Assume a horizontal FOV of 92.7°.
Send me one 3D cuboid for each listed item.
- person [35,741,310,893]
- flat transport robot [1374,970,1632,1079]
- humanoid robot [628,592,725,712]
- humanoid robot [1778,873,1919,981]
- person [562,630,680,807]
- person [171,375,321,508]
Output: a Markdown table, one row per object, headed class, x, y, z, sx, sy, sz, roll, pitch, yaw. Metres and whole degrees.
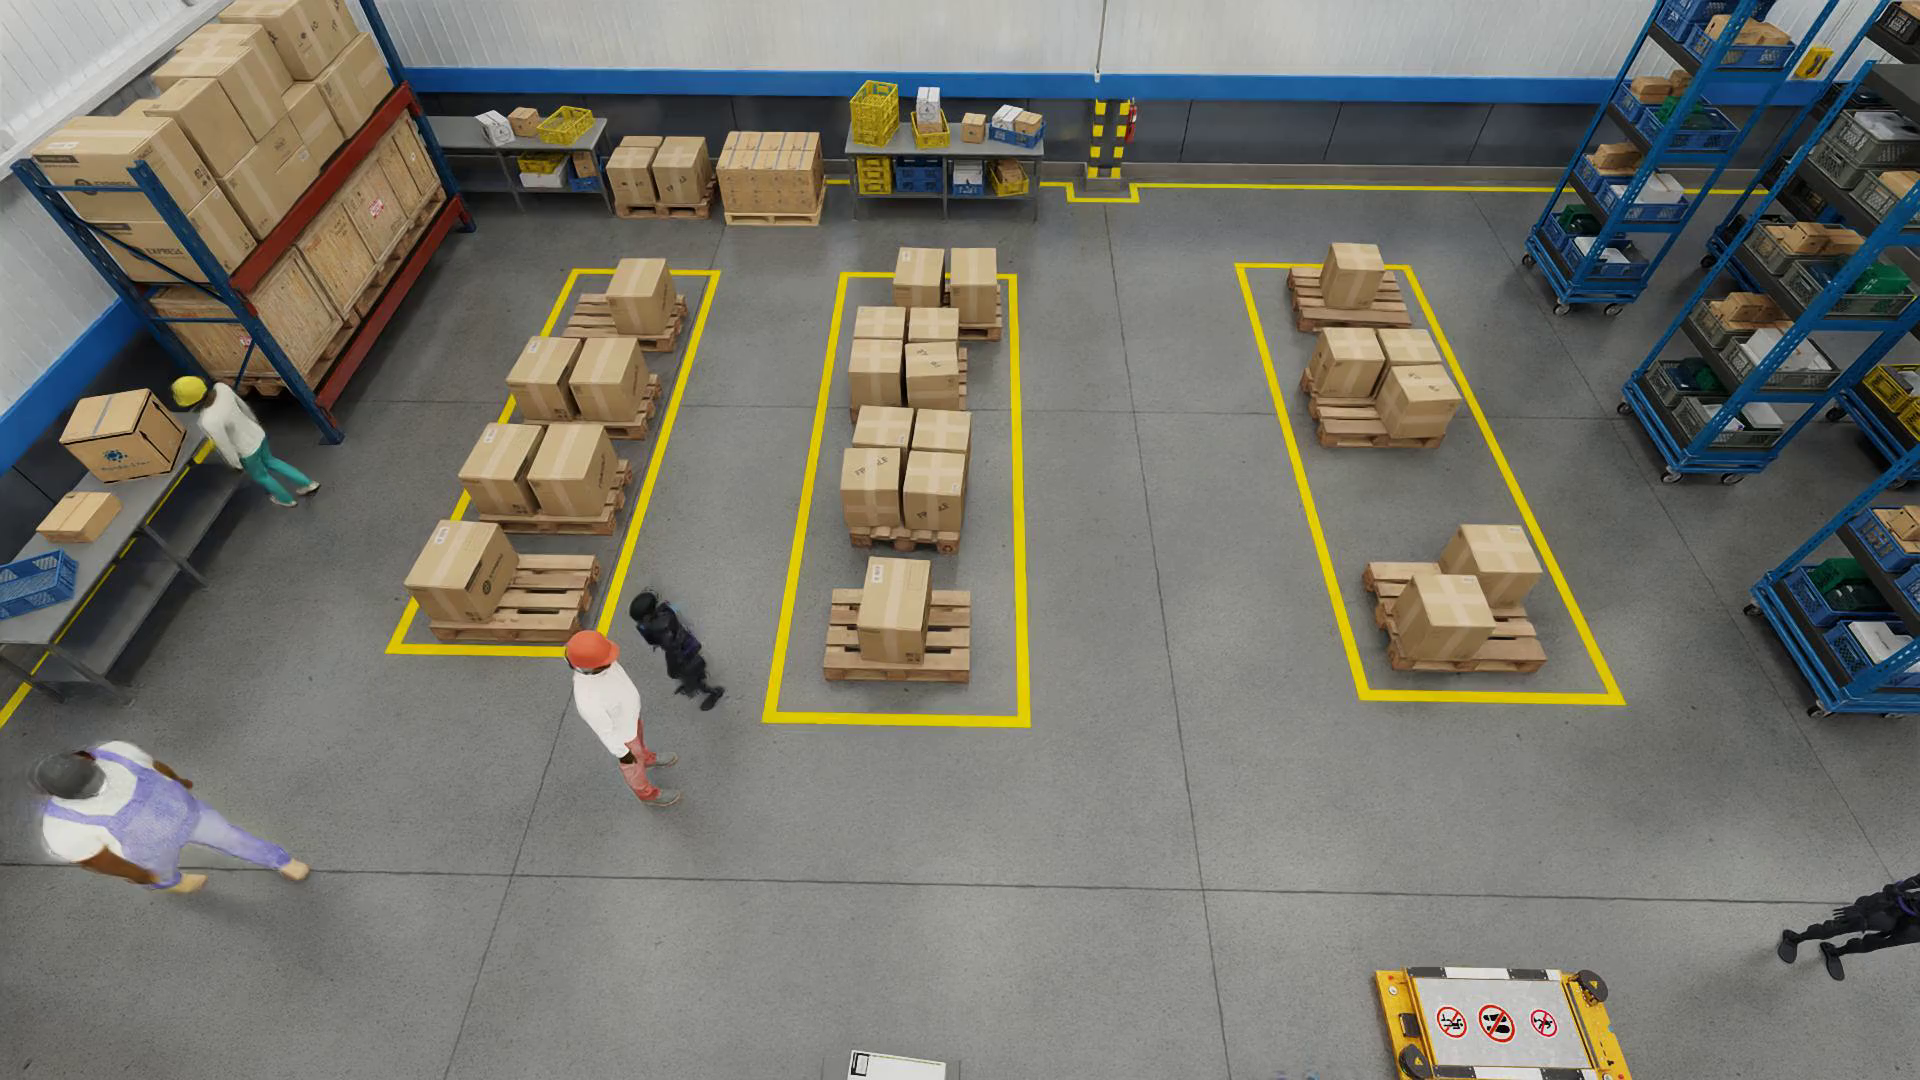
| class | x | y | z | sx | sy | sz | roll | pitch | yaw |
| --- | --- | --- | --- | --- | --- | --- | --- | --- | --- |
| person | -5.250 | 1.806 | 5.871 | 1.025 | 2.000 | 0.723 | 6 | 51 | 5 |
| flat transport robot | 3.501 | 3.133 | 5.914 | 1.431 | 0.197 | 0.652 | 1 | 51 | 1 |
| humanoid robot | -2.130 | 0.844 | 6.899 | 0.600 | 1.633 | 0.480 | 36 | 59 | 26 |
| humanoid robot | 5.852 | 2.352 | 5.651 | 0.589 | 1.657 | 0.327 | 18 | 53 | 14 |
| person | -2.337 | 1.234 | 6.368 | 0.397 | 1.989 | 0.621 | -10 | 52 | -8 |
| person | -6.477 | -0.861 | 8.250 | 0.431 | 1.718 | 0.573 | -4 | 51 | -3 |
